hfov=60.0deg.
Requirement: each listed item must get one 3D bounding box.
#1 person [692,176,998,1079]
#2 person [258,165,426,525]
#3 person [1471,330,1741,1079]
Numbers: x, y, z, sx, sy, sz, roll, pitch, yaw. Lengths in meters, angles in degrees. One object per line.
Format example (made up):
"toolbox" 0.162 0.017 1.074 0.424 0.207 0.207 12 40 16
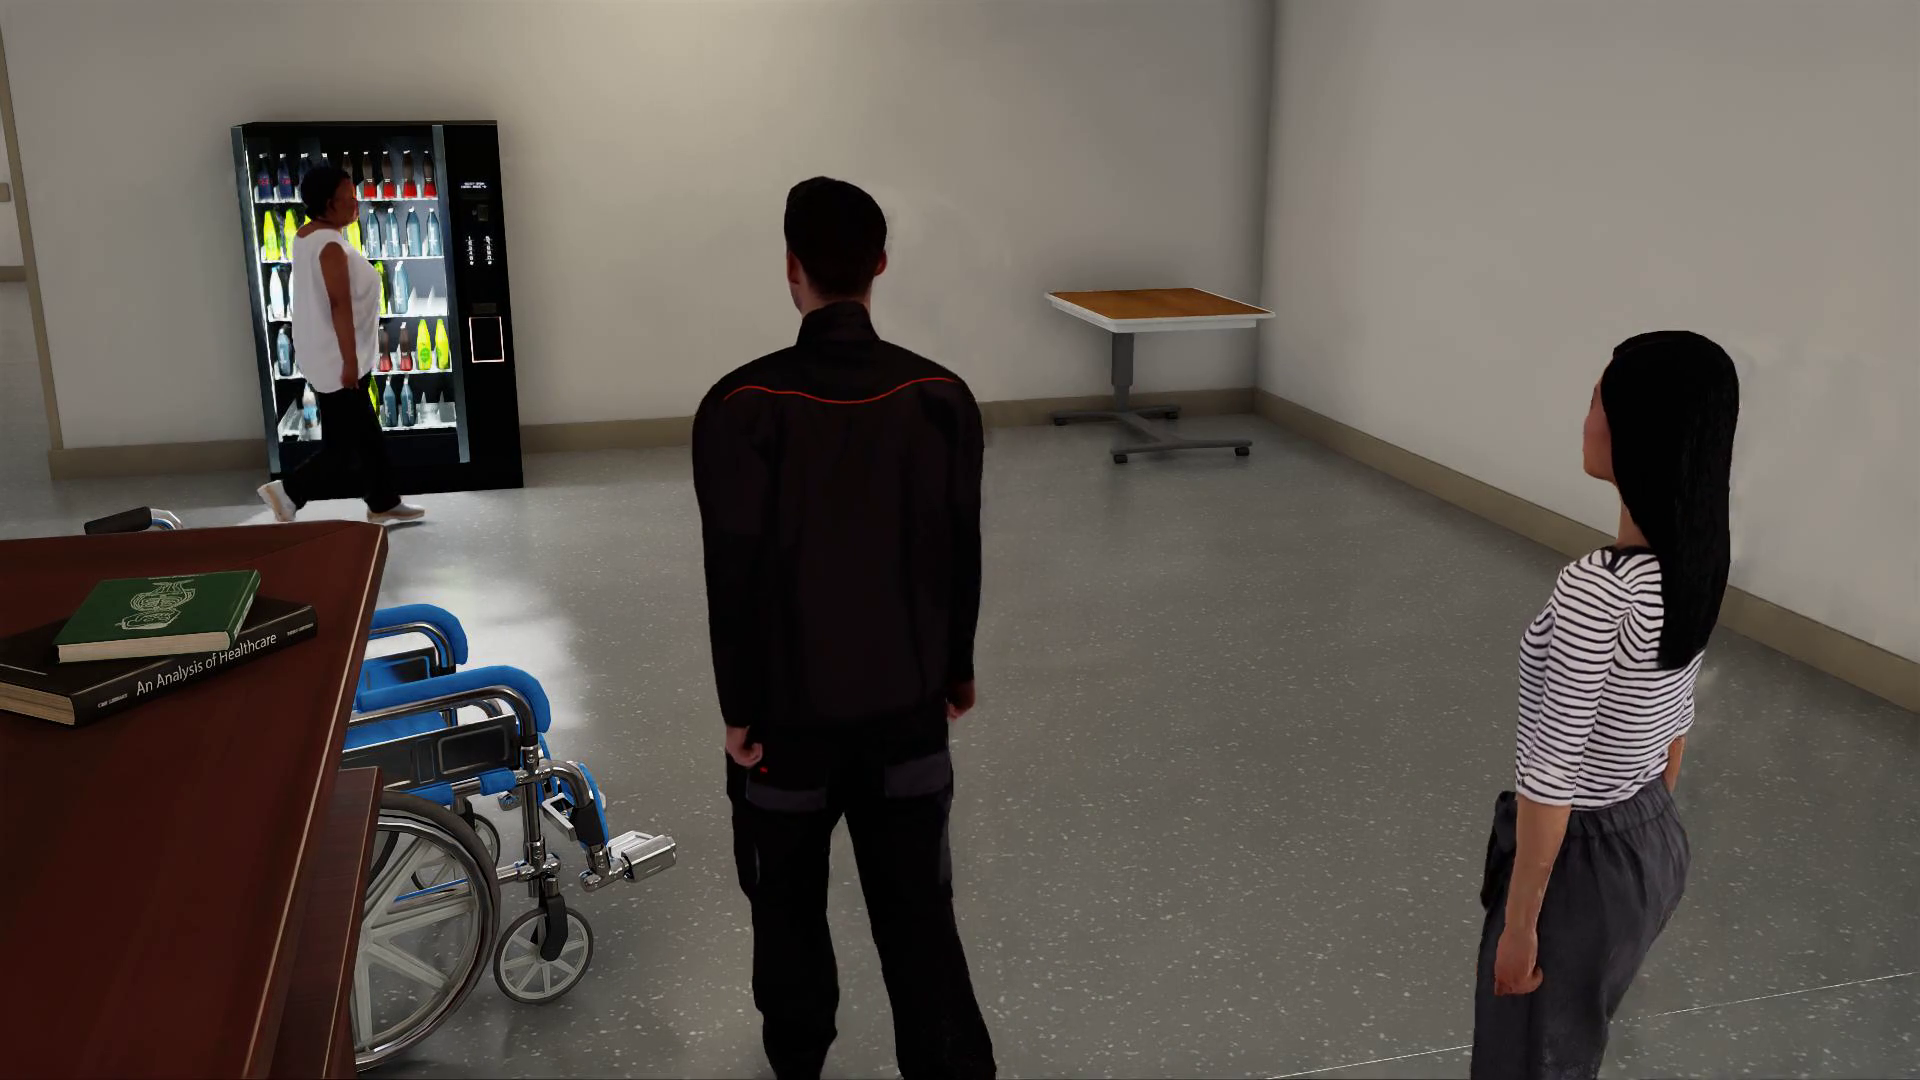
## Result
"person" -0.187 0.328 3.027 1.093 1.885 0.755 -4 16 -15
"person" -2.859 -0.826 7.523 1.083 1.667 0.855 -10 19 -32
"person" 1.033 0.562 2.511 0.964 1.716 0.941 -15 22 -43
